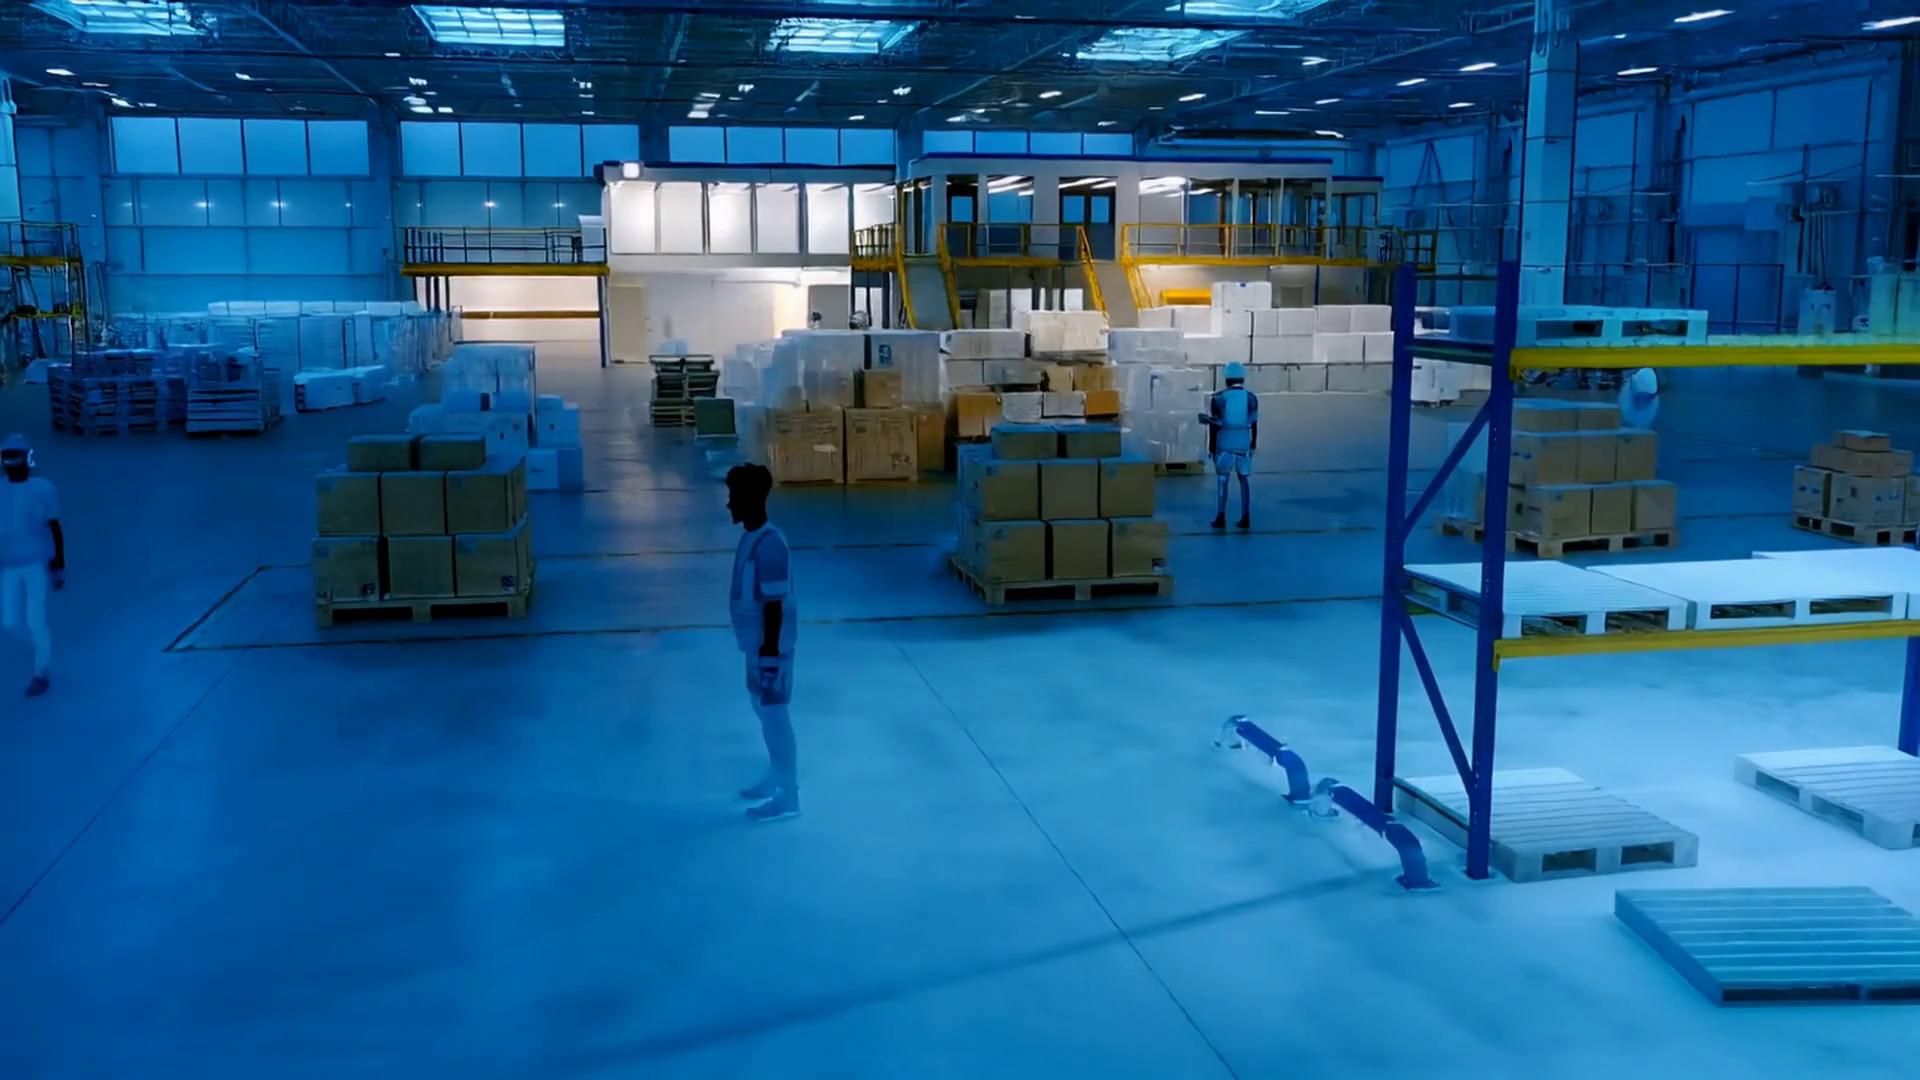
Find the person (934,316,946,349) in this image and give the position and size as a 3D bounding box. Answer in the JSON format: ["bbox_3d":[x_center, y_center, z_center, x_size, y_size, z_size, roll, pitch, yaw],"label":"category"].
[{"bbox_3d":[-0.599,-4.806,42.278,0.962,1.784,0.557,-1,9,-5],"label":"person"}]

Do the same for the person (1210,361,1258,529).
[{"bbox_3d":[3.144,-1.092,19.195,0.542,1.928,0.399,-1,9,-5],"label":"person"}]

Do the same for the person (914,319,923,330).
[{"bbox_3d":[-0.966,-3.972,36.915,0.677,1.862,0.615,8,12,40],"label":"person"}]

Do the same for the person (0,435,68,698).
[{"bbox_3d":[-6.598,0.163,11.764,0.533,1.853,0.578,-1,9,-6],"label":"person"}]

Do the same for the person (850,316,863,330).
[{"bbox_3d":[-2.442,-4.158,37.933,0.647,1.903,0.595,0,9,-1],"label":"person"}]

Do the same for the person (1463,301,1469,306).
[{"bbox_3d":[18.023,-7.596,59.137,0.635,1.826,0.624,-4,10,-23],"label":"person"}]

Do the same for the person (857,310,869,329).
[{"bbox_3d":[-2.604,-5.193,44.314,0.355,1.882,0.576,-3,10,-18],"label":"person"}]

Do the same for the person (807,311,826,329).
[{"bbox_3d":[-3.326,-4.285,38.431,0.612,1.996,0.388,6,11,33],"label":"person"}]

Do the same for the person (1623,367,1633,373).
[{"bbox_3d":[17.226,-5.012,43.105,0.511,1.912,0.635,0,9,0],"label":"person"}]

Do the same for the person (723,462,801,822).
[{"bbox_3d":[-1.083,0.547,9.112,0.383,1.957,0.606,-3,10,-18],"label":"person"}]

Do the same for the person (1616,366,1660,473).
[{"bbox_3d":[9.253,-1.733,22.740,0.536,2.000,0.701,5,10,27],"label":"person"}]
